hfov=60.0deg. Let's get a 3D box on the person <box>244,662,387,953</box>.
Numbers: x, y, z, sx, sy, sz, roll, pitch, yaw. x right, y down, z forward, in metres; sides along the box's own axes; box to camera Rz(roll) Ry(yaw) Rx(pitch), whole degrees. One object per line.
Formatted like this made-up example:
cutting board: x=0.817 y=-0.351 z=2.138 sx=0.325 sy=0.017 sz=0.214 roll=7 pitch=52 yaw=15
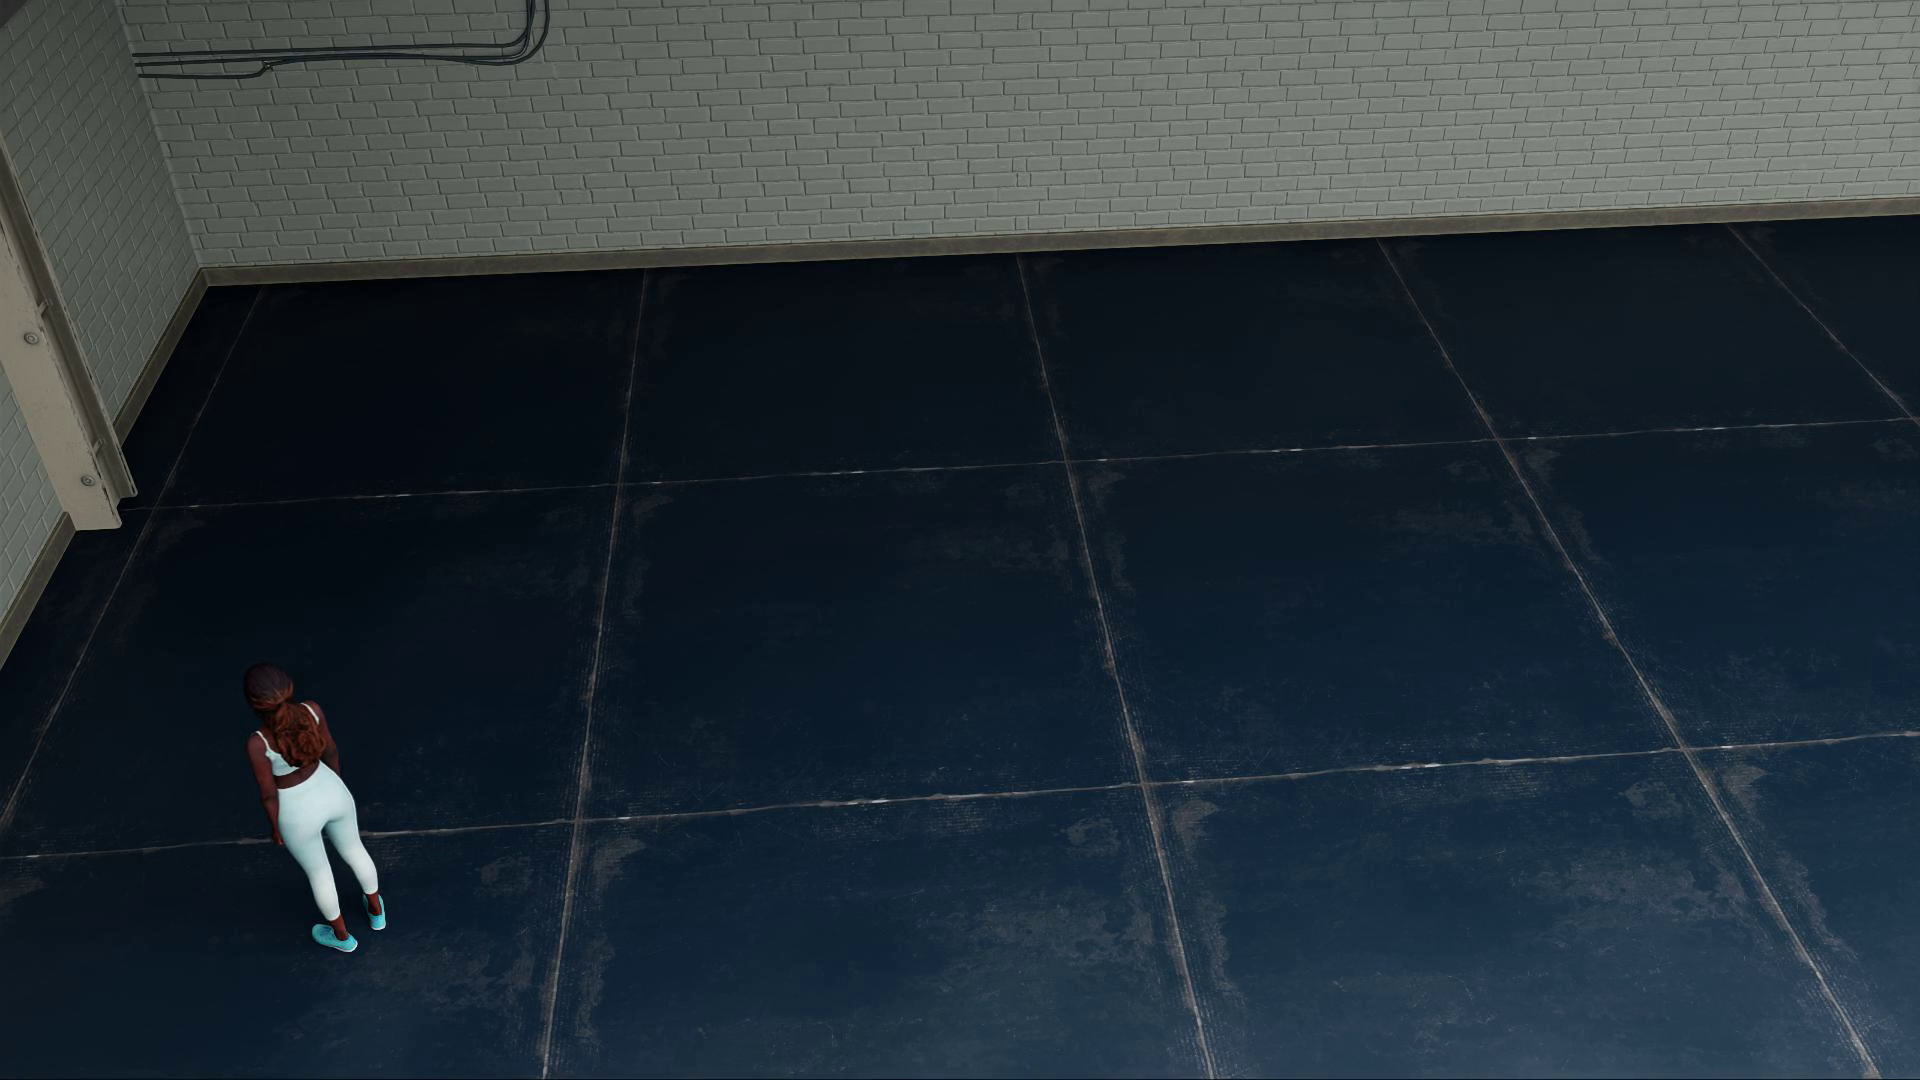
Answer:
person: x=-2.965 y=1.227 z=7.612 sx=0.712 sy=1.725 sz=0.646 roll=25 pitch=45 yaw=29
